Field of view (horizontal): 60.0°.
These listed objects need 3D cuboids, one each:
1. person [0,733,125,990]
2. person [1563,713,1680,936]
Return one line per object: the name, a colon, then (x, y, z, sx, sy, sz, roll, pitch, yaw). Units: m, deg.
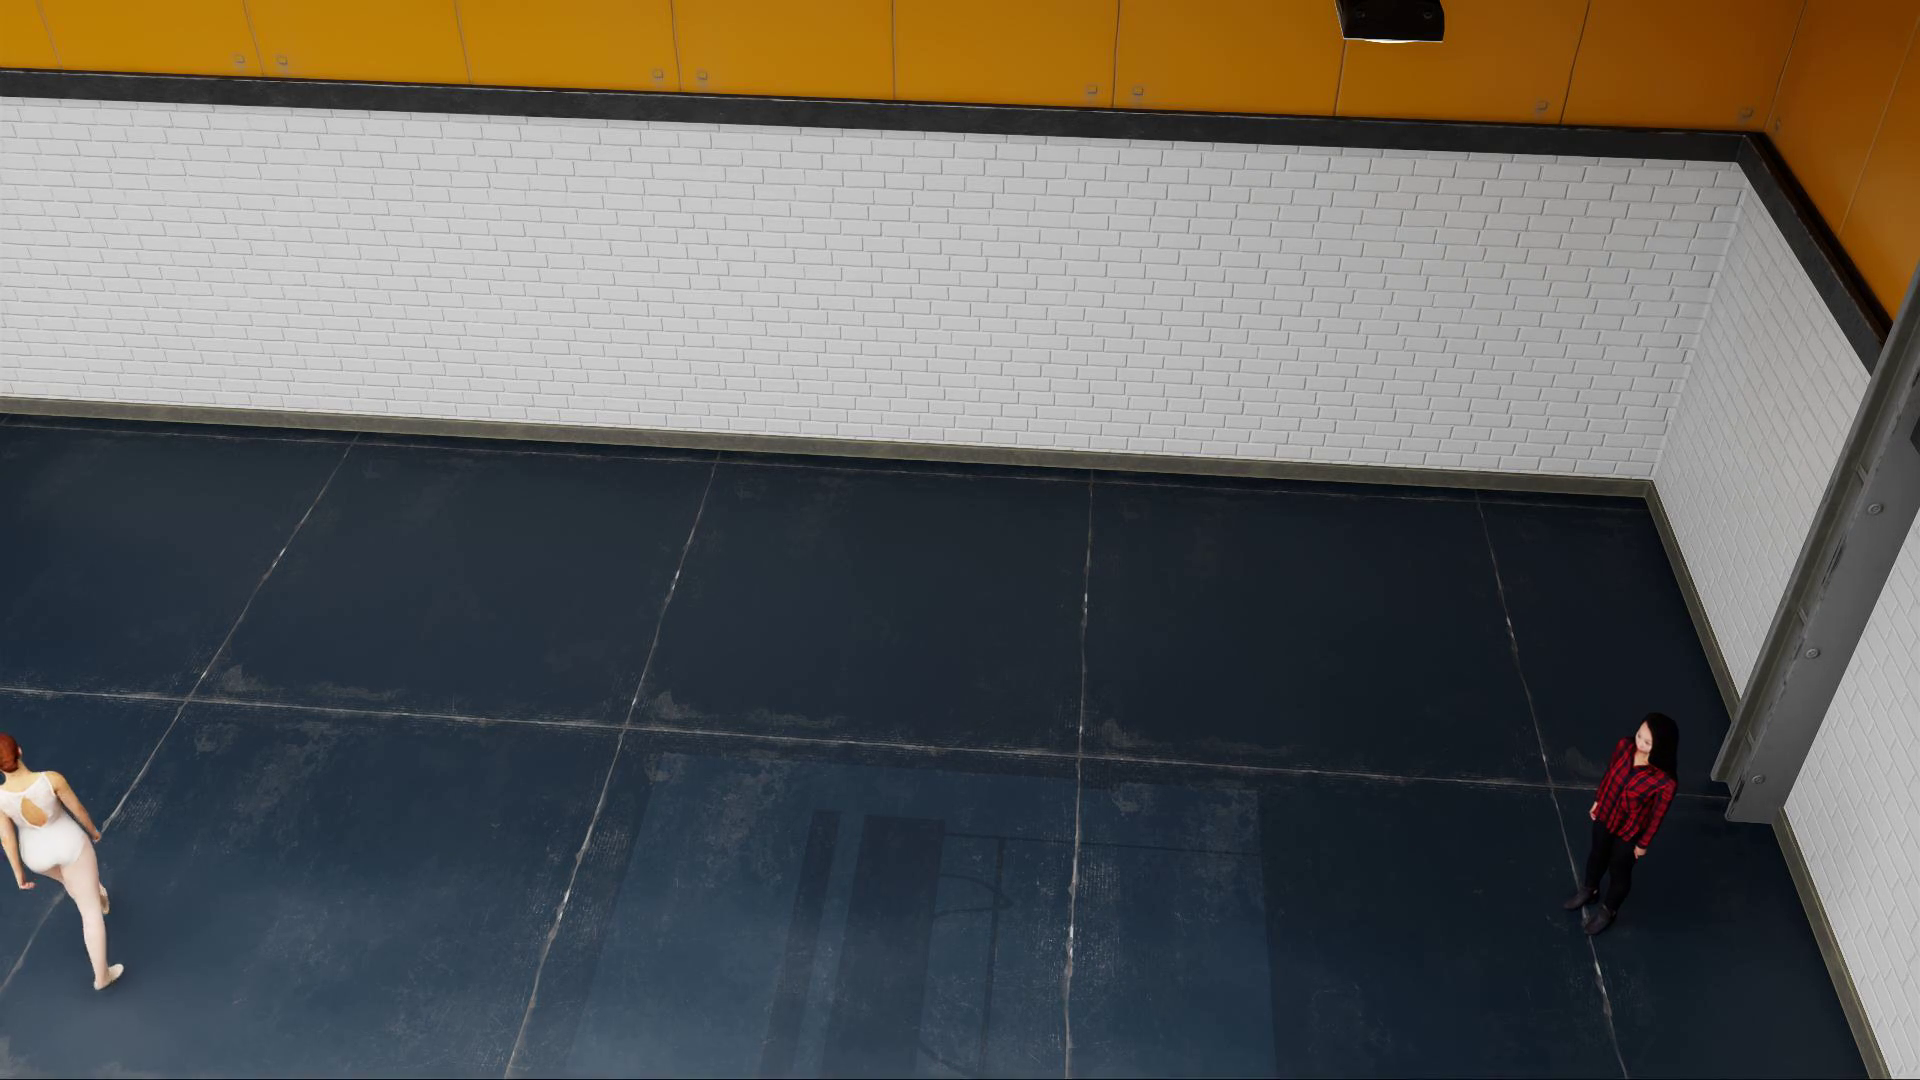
person: (-4.907, 1.768, 9.044, 0.904, 1.598, 1.135, -14, 41, -17)
person: (3.717, 1.555, 9.268, 0.716, 1.652, 0.601, -15, 41, -18)
